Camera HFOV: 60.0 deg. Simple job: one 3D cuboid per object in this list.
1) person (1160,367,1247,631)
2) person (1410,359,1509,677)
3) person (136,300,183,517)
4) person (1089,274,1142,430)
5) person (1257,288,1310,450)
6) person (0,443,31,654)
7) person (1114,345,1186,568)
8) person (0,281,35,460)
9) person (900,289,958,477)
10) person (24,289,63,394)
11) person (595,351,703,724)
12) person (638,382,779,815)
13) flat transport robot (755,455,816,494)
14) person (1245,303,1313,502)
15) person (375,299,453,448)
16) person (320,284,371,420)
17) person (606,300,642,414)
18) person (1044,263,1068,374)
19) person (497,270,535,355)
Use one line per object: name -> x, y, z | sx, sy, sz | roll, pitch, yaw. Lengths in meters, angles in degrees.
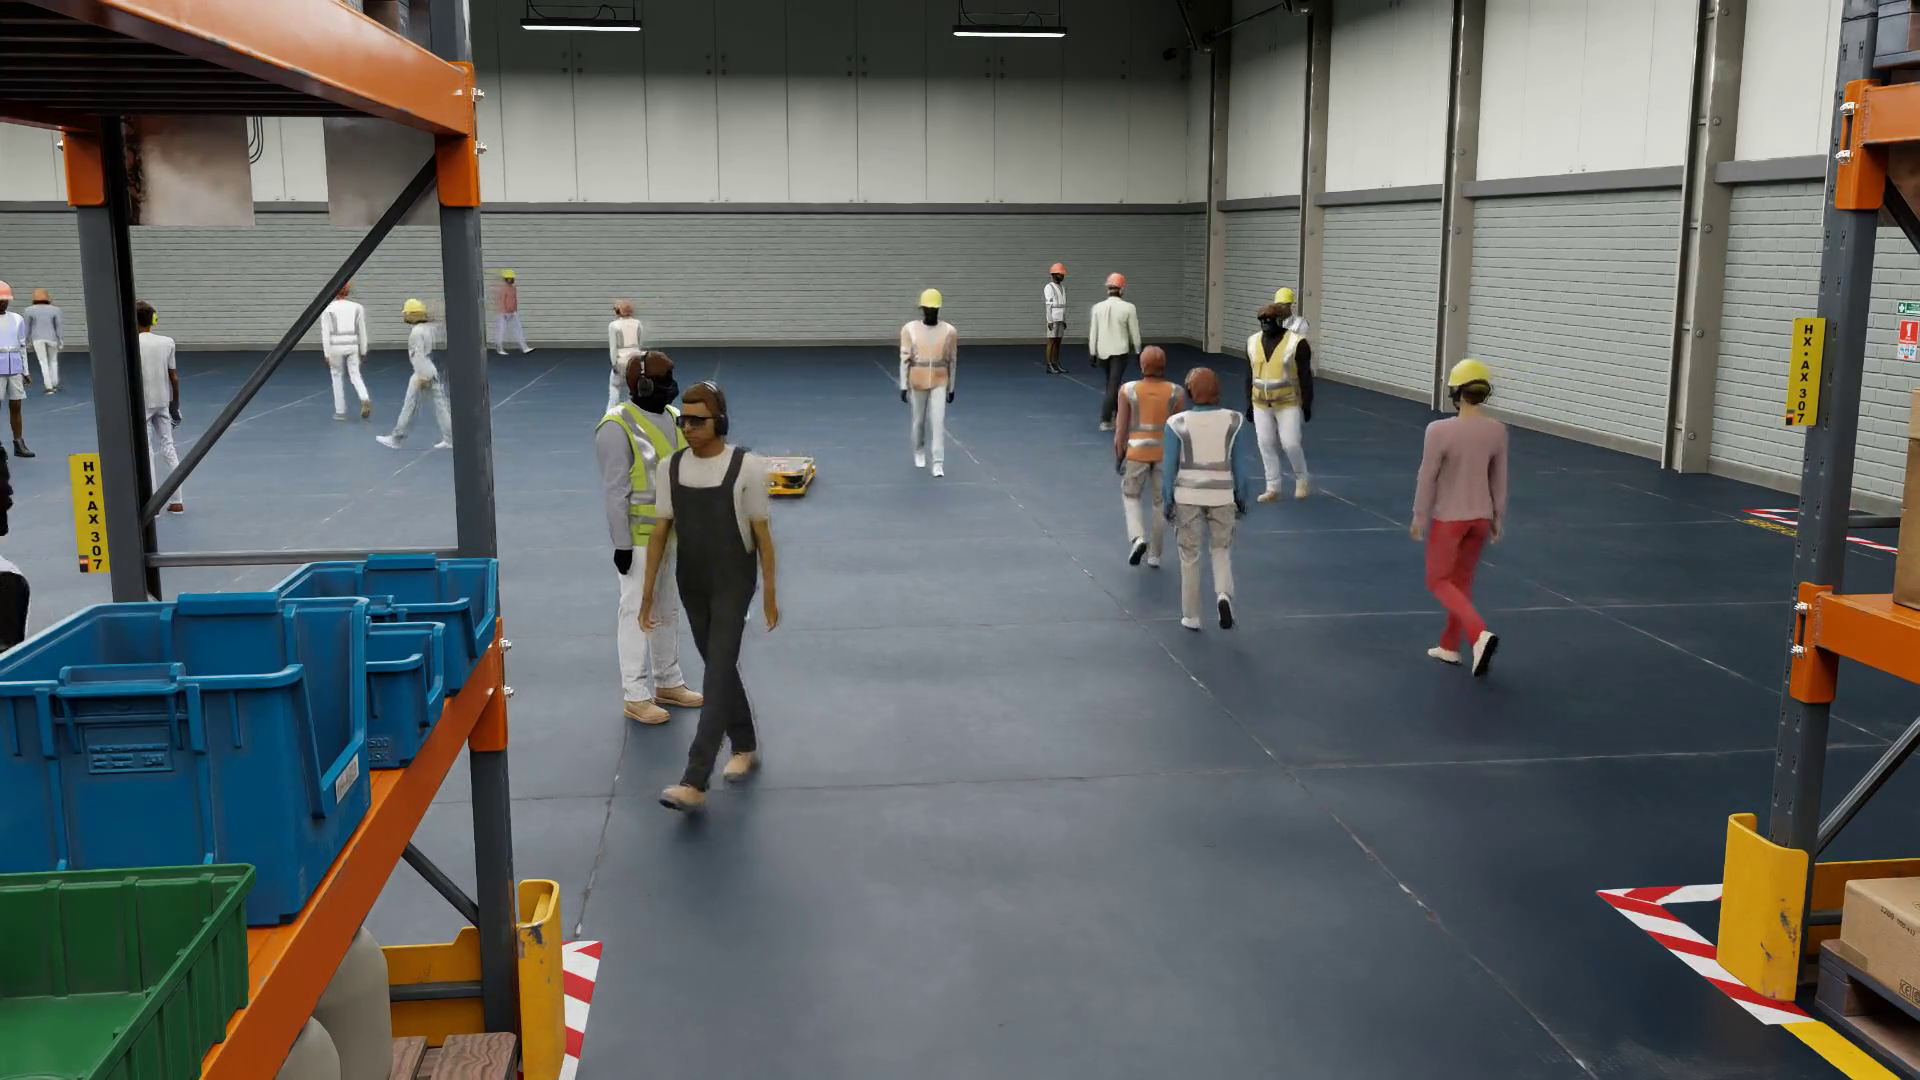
person -> 1.477, -0.226, 10.033 | 0.536, 1.622, 0.481 | -1, 10, -3
person -> 2.784, -0.121, 9.145 | 0.534, 1.744, 0.673 | -4, 11, -22
person -> -6.979, -1.125, 14.322 | 0.312, 1.865, 0.536 | 8, 13, 36
person -> 1.982, -2.373, 20.956 | 0.622, 1.937, 1.036 | 7, 13, 34
person -> 3.647, -1.936, 18.858 | 0.600, 1.829, 0.404 | 9, 14, 41
person -> -2.859, 0.613, 4.781 | 0.592, 1.877, 0.961 | 5, 11, 25
person -> 1.381, -0.586, 12.016 | 0.532, 1.630, 0.408 | 0, 10, -1
person -> -10.357, -1.837, 18.033 | 0.362, 1.936, 0.542 | 7, 12, 33
person -> -0.321, -1.631, 17.044 | 0.590, 1.894, 0.914 | -1, 10, -5
person -> -14.168, -3.071, 25.687 | 0.520, 1.599, 0.761 | -8, 13, -38
person -> -1.525, -0.022, 8.337 | 0.429, 1.843, 0.633 | 5, 11, 25
person -> -1.091, 0.230, 7.075 | 0.529, 1.793, 0.958 | 4, 11, 21
flat transport robot -> -1.772, -0.633, 15.993 | 0.652, 0.197, 1.431 | 0, 10, 0
person -> 2.889, -1.236, 15.088 | 0.654, 1.815, 0.532 | 8, 13, 37
person -> -6.166, -1.864, 18.827 | 0.899, 1.695, 0.515 | 0, 10, -2
person -> -8.021, -2.474, 21.738 | 0.582, 1.866, 0.743 | -9, 14, -42
person -> -4.261, -2.223, 21.056 | 0.536, 1.609, 0.768 | -9, 14, -42
person -> 1.711, -3.896, 29.301 | 0.354, 1.942, 0.545 | 7, 12, 32
person -> -9.108, -4.616, 33.833 | 0.885, 1.714, 0.547 | 5, 11, 25
